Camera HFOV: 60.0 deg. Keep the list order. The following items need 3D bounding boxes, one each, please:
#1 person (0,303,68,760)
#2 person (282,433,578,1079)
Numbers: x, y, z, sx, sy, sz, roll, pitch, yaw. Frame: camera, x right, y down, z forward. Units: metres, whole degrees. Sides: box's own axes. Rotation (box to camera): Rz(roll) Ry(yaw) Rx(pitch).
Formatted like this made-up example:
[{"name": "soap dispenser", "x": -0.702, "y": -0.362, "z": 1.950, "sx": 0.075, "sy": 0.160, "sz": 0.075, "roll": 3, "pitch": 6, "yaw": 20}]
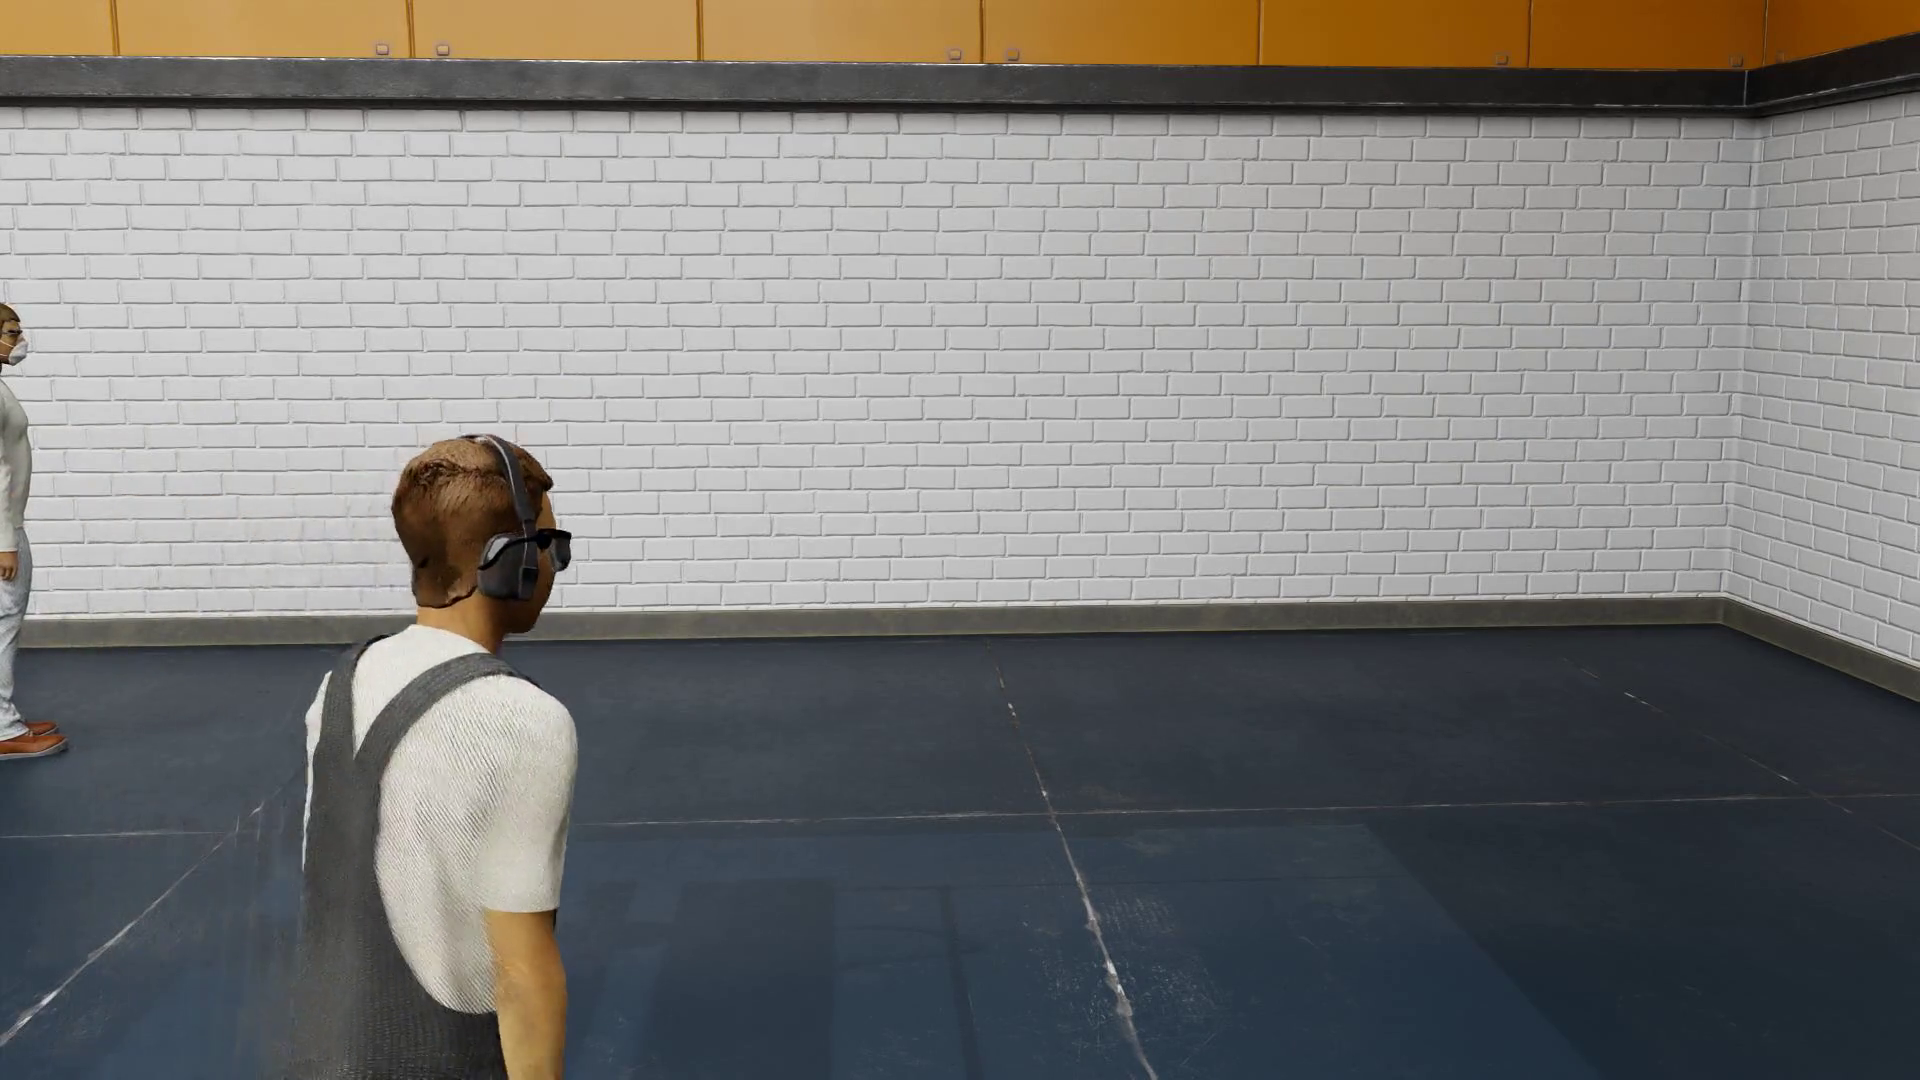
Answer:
[{"name": "person", "x": -4.034, "y": -0.039, "z": 6.968, "sx": 0.366, "sy": 1.934, "sz": 0.629, "roll": -6, "pitch": 11, "yaw": -31}, {"name": "person", "x": -0.760, "y": 0.781, "z": 2.165, "sx": 0.533, "sy": 1.816, "sz": 0.695, "roll": 7, "pitch": 11, "yaw": 37}]
